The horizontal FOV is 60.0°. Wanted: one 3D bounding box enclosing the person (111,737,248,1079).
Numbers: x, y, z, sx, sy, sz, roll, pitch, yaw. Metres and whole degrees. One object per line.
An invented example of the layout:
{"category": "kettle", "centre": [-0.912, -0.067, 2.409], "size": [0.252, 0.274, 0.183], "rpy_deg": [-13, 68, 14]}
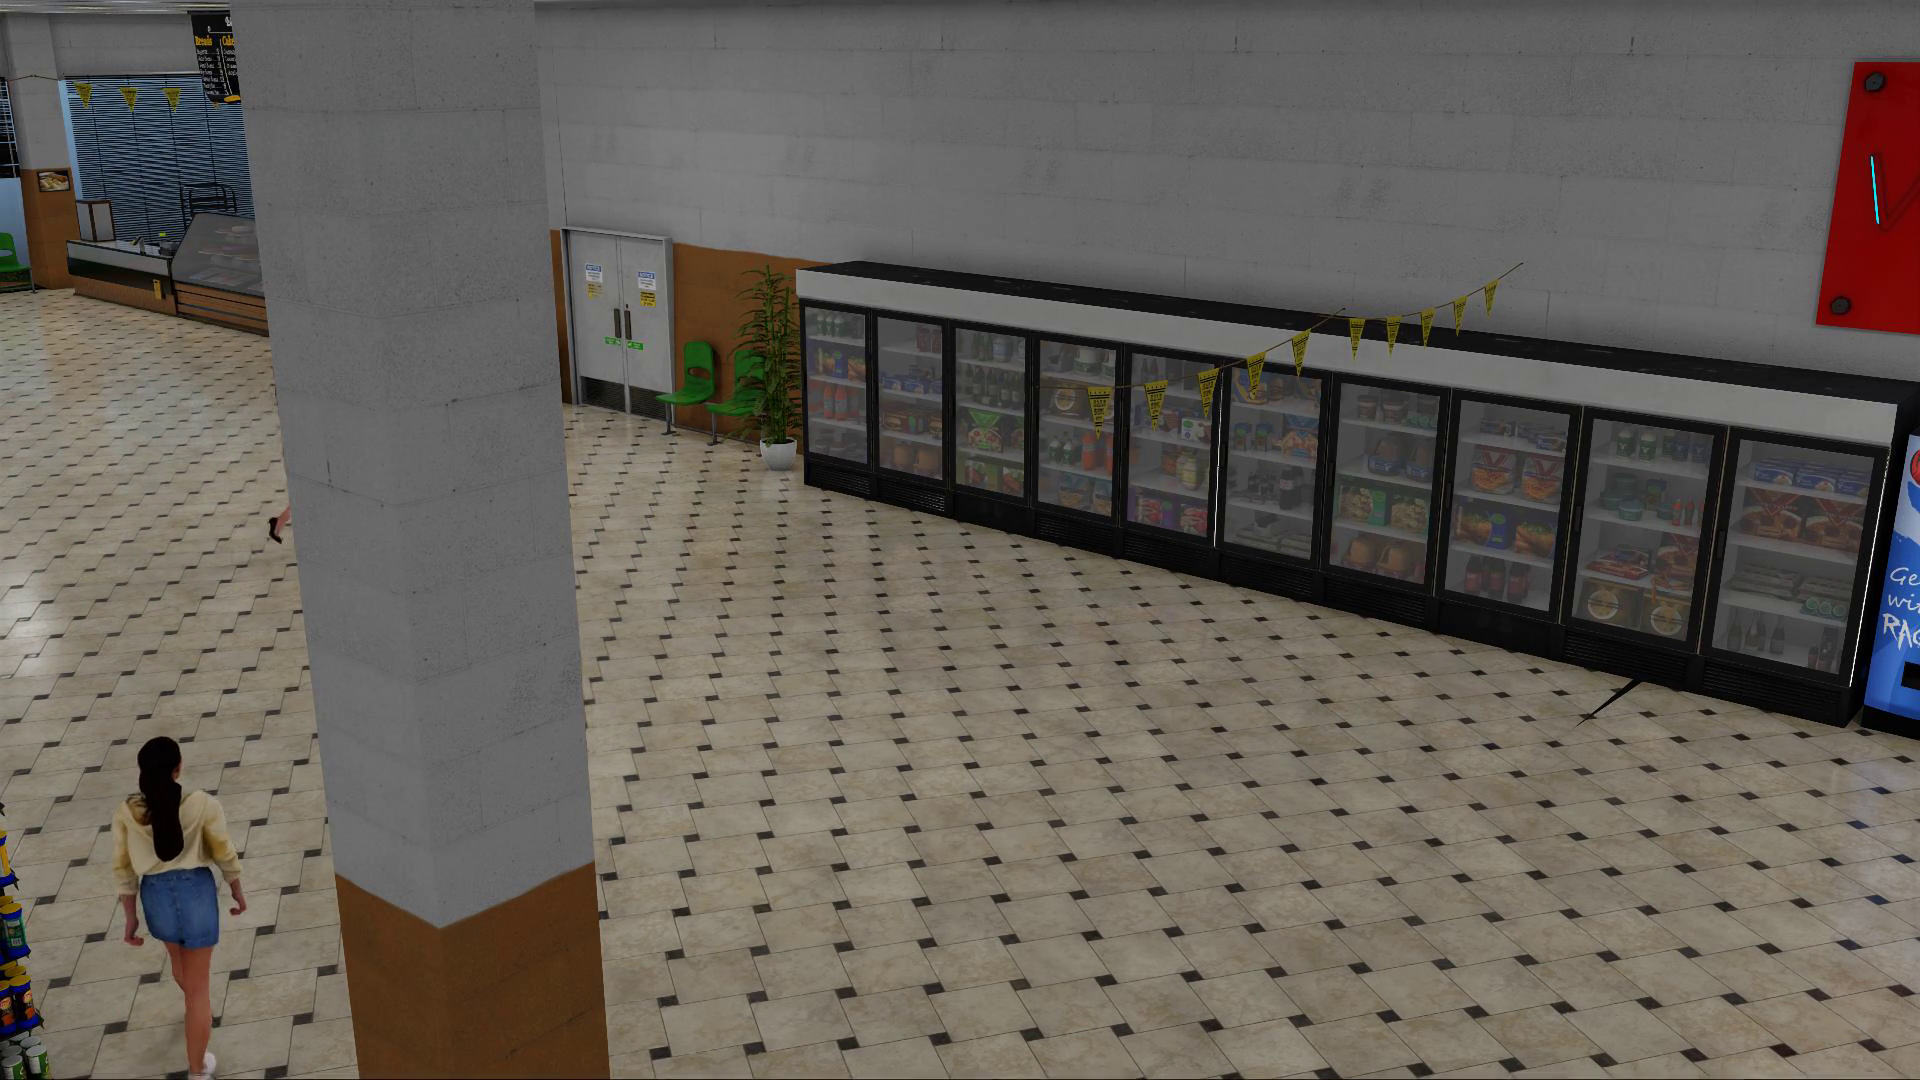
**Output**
{"category": "person", "centre": [-3.522, 1.713, 7.490], "size": [1.134, 1.587, 1.122], "rpy_deg": [-4, 17, -14]}
